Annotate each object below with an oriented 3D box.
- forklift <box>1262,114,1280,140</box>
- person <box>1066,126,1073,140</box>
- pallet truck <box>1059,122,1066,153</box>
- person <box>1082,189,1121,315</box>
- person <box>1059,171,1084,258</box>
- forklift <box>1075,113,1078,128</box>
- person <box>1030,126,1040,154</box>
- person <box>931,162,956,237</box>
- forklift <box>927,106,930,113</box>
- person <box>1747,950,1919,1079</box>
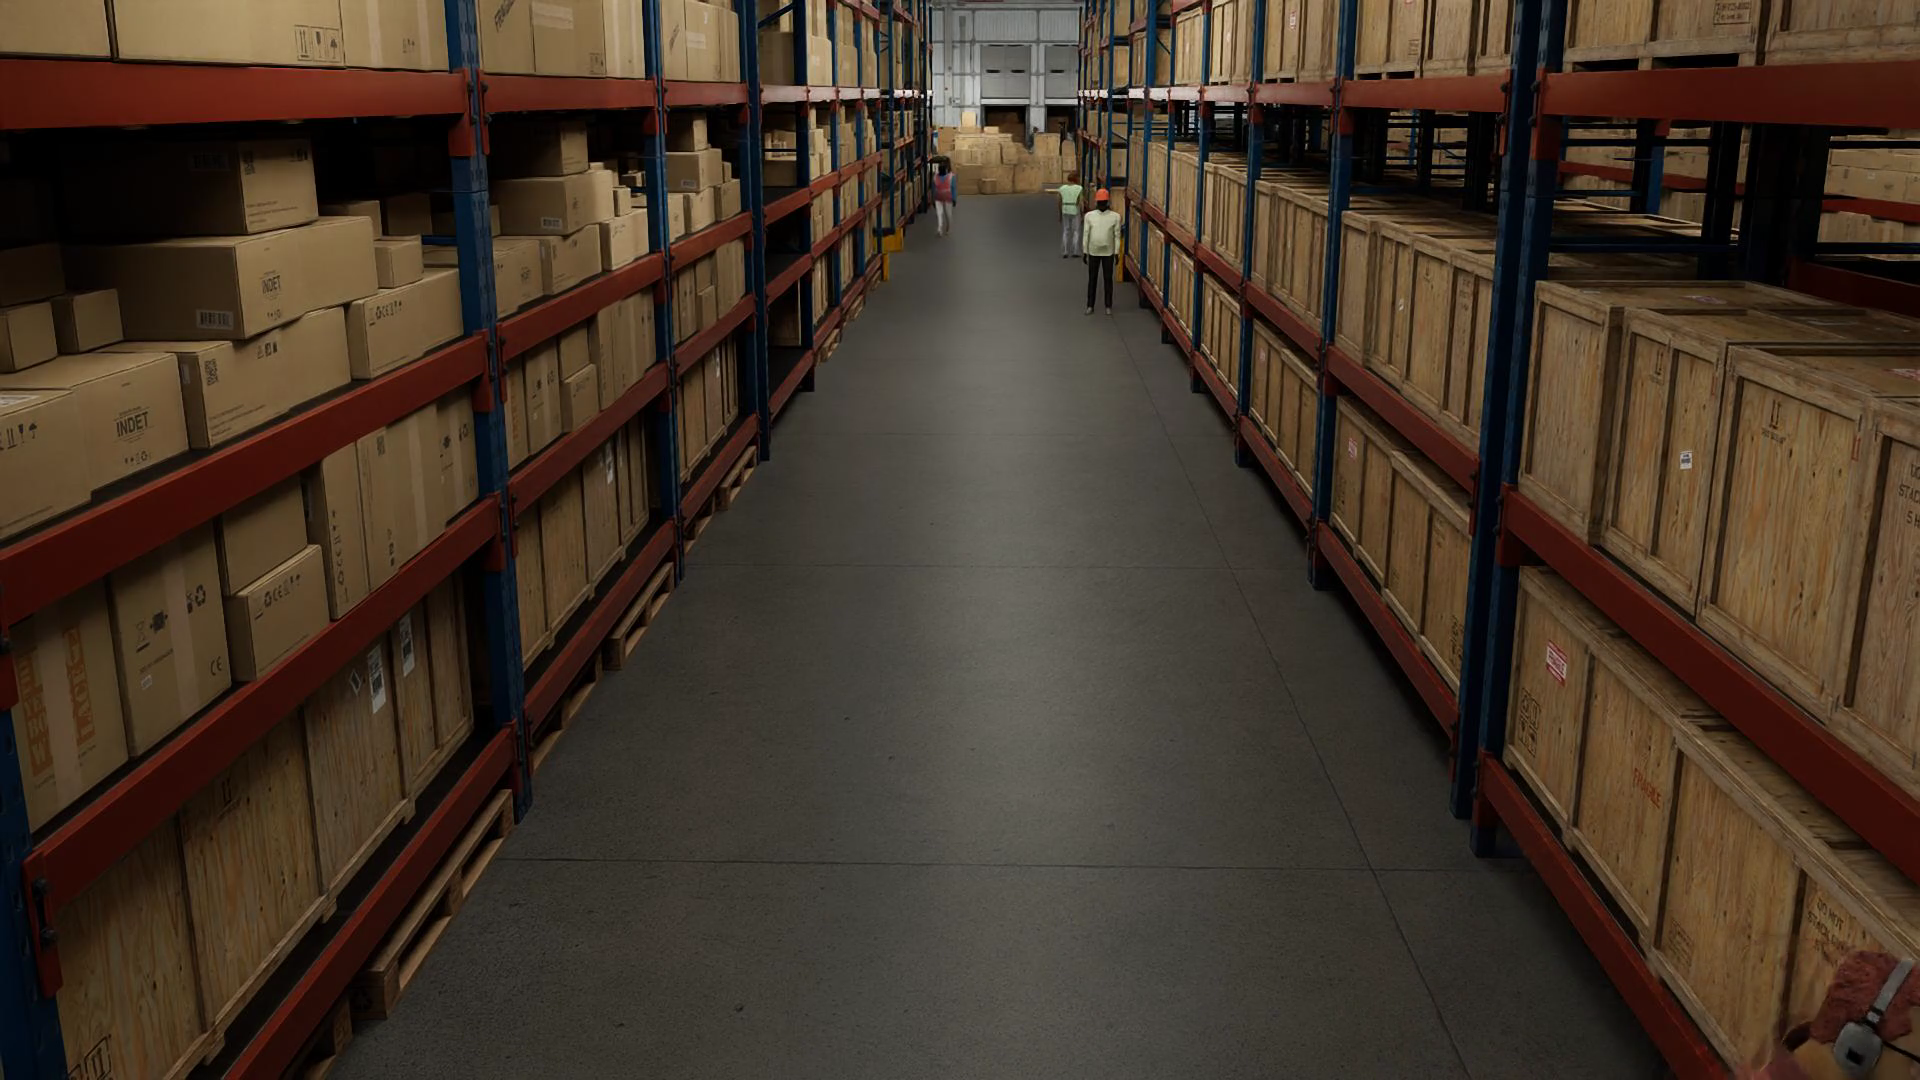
[{"bbox_3d":[10.932,-13.633,58.517,1.129,2.768,1.873,4,15,13],"label":"forklift"},{"bbox_3d":[5.598,-20.162,84.802,0.972,1.839,0.578,-8,17,-26],"label":"person"},{"bbox_3d":[5.788,-21.111,88.014,1.885,1.965,0.823,5,16,18],"label":"pallet truck"},{"bbox_3d":[2.255,-4.595,26.569,0.618,1.994,0.380,3,15,10],"label":"person"},{"bbox_3d":[2.392,-6.979,35.720,0.568,1.843,0.374,7,17,25],"label":"person"},{"bbox_3d":[5.708,-18.367,76.128,1.129,2.768,1.873,-1,15,-5],"label":"forklift"},{"bbox_3d":[3.673,-18.903,79.945,0.652,1.918,0.531,-4,16,-15],"label":"person"},{"bbox_3d":[-0.411,-8.438,41.201,0.629,1.818,0.633,0,15,-1],"label":"person"},{"bbox_3d":[-1.998,-20.666,84.684,1.129,2.768,1.873,0,15,2],"label":"forklift"},{"bbox_3d":[1.742,1.693,3.374,0.647,1.886,0.437,-12,19,-37],"label":"person"}]
